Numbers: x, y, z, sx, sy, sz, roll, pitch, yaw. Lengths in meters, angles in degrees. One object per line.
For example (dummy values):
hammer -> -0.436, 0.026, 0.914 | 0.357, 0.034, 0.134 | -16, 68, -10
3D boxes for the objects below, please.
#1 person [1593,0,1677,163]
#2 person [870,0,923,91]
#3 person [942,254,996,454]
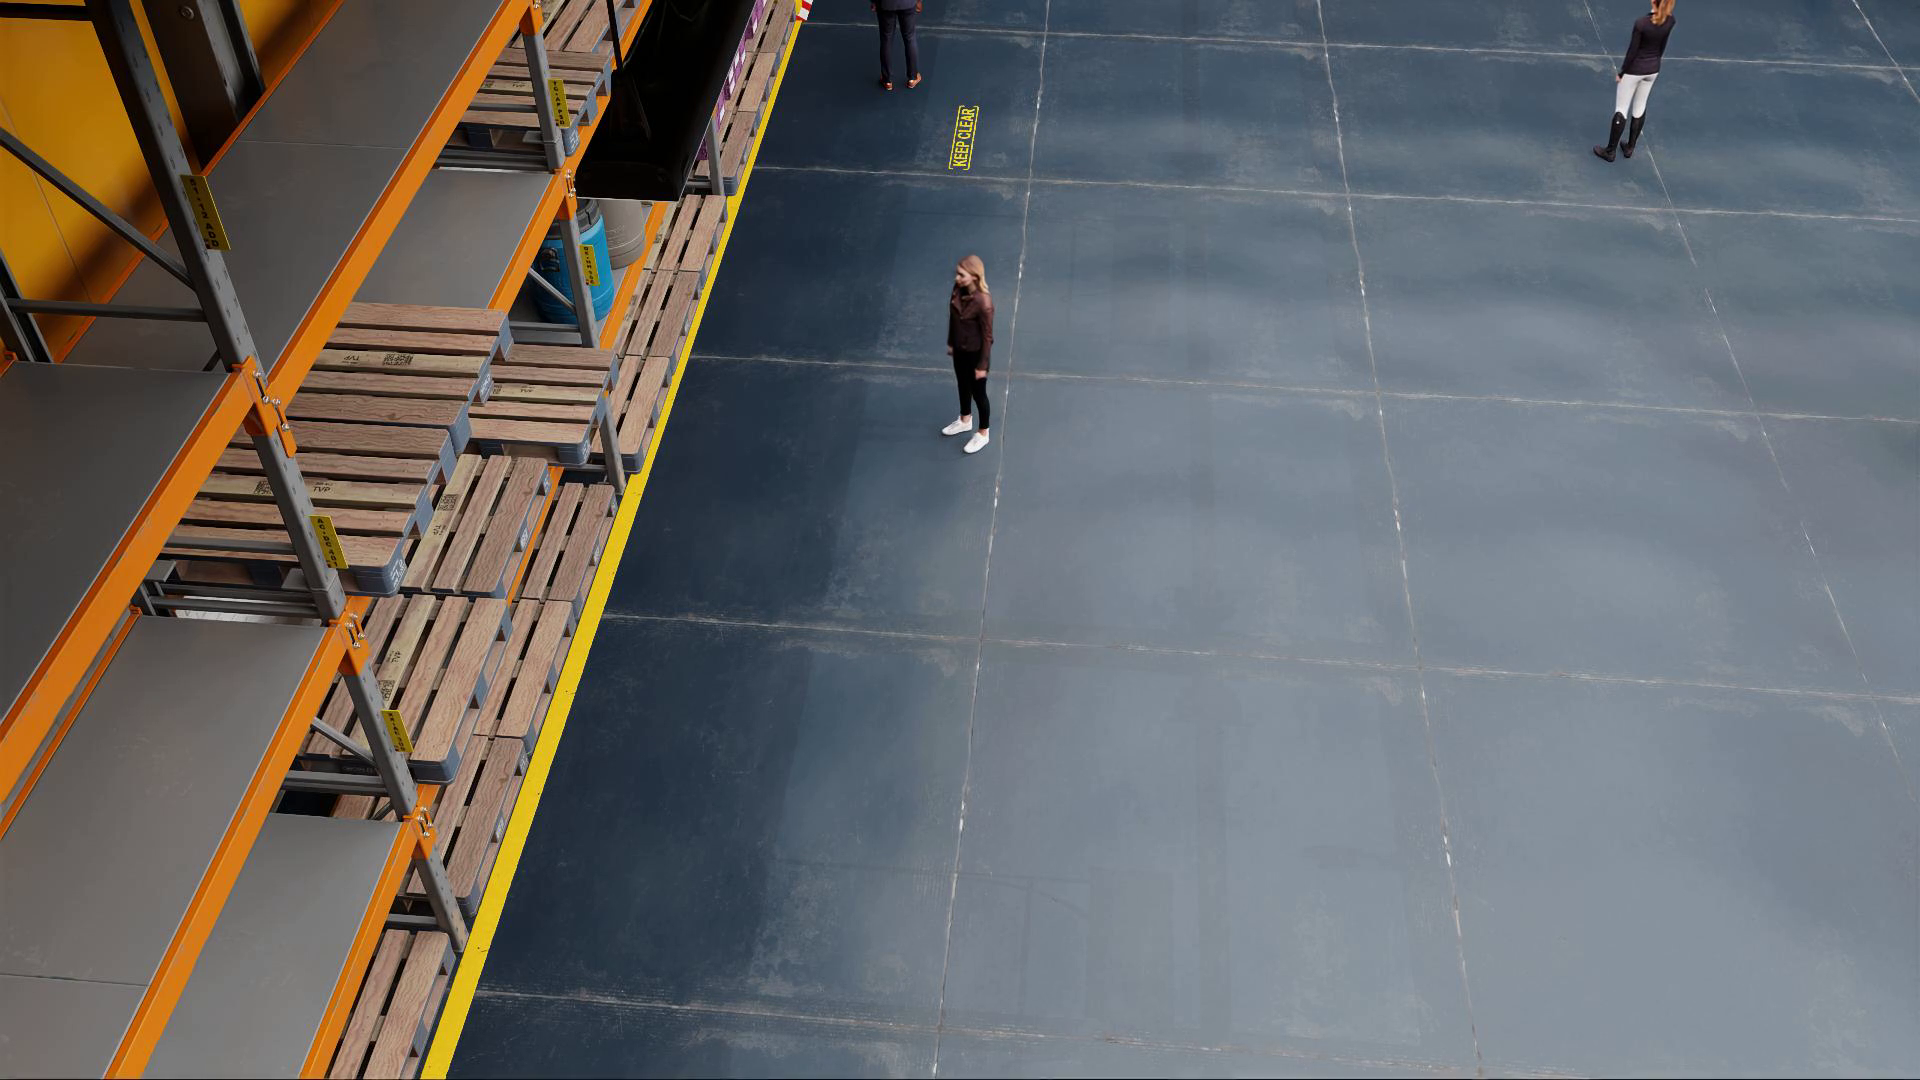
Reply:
person -> 6.354, -4.371, 15.580 | 0.644, 1.729, 0.649 | -12, 45, -12
person -> -0.631, -5.365, 16.555 | 0.735, 1.824, 0.644 | -3, 44, -3
person -> 0.088, -1.421, 12.501 | 0.730, 1.705, 0.655 | -27, 50, -25
